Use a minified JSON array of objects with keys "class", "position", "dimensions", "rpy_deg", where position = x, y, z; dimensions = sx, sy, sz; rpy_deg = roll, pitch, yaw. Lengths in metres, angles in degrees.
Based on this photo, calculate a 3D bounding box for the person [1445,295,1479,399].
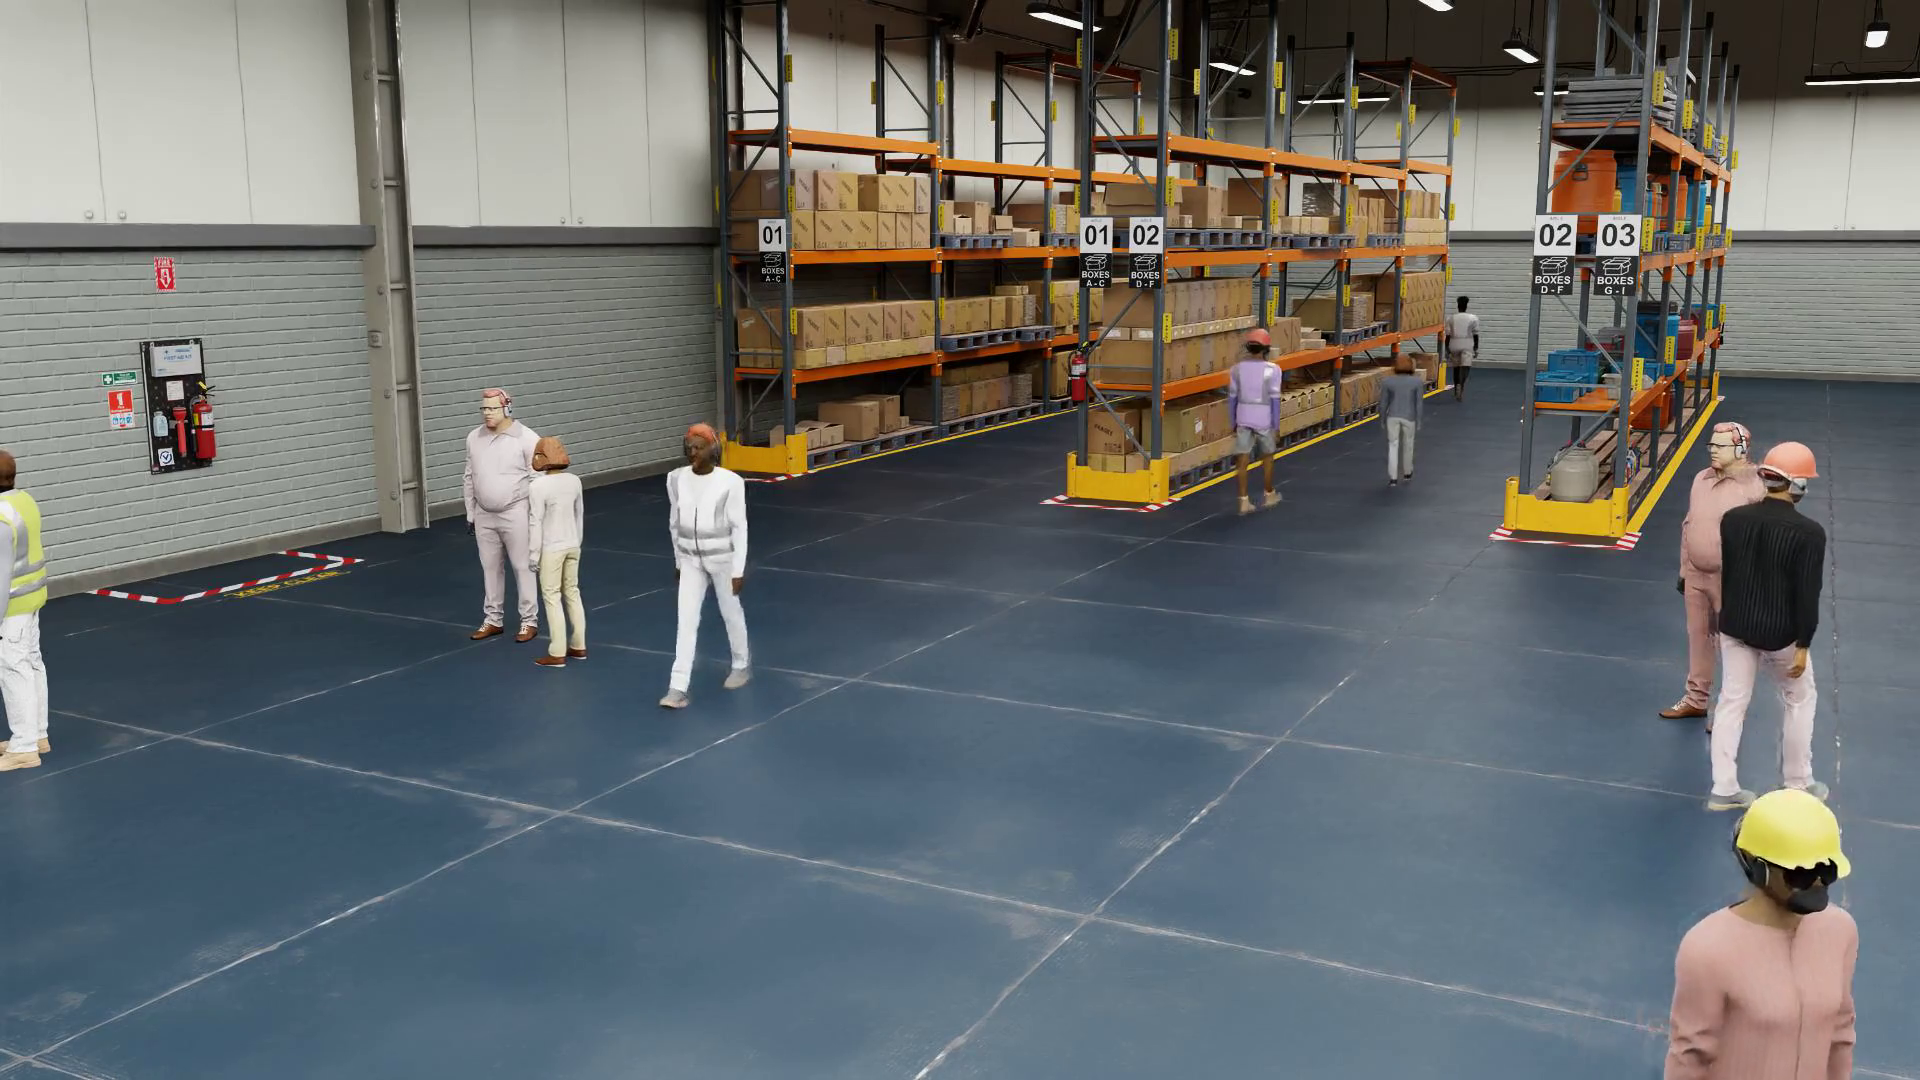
[{"class":"person","position":[9.276,-3.565,30.810],"dimensions":[0.610,1.943,0.854],"rpy_deg":[6,12,28]}]

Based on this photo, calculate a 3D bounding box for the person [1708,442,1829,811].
[{"class":"person","position":[4.328,0.459,8.801],"dimensions":[0.813,1.966,0.617],"rpy_deg":[-7,12,-32]}]

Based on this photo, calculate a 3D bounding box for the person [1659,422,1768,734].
[{"class":"person","position":[4.658,0.227,10.218],"dimensions":[0.409,1.907,0.651],"rpy_deg":[-4,11,-21]}]

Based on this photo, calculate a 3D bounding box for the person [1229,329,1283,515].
[{"class":"person","position":[3.297,-1.307,18.288],"dimensions":[0.636,2.009,0.924],"rpy_deg":[6,12,30]}]

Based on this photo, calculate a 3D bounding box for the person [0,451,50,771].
[{"class":"person","position":[-5.460,0.389,9.507],"dimensions":[0.429,1.846,0.626],"rpy_deg":[-3,11,-15]}]

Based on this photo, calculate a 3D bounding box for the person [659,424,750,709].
[{"class":"person","position":[-1.641,0.151,10.870],"dimensions":[0.598,1.824,1.001],"rpy_deg":[3,11,17]}]

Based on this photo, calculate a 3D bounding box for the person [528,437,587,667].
[{"class":"person","position":[-2.853,0.081,11.779],"dimensions":[0.281,1.626,0.509],"rpy_deg":[6,12,29]}]

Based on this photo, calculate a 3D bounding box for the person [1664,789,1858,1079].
[{"class":"person","position":[1.942,1.420,4.176],"dimensions":[0.528,1.742,0.757],"rpy_deg":[-3,11,-18]}]

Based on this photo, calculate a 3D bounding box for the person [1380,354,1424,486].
[{"class":"person","position":[5.400,-1.475,20.366],"dimensions":[0.517,1.580,0.864],"rpy_deg":[3,11,18]}]

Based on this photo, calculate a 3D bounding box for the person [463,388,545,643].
[{"class":"person","position":[-3.425,-0.181,12.441],"dimensions":[0.654,1.906,0.407],"rpy_deg":[3,11,15]}]
